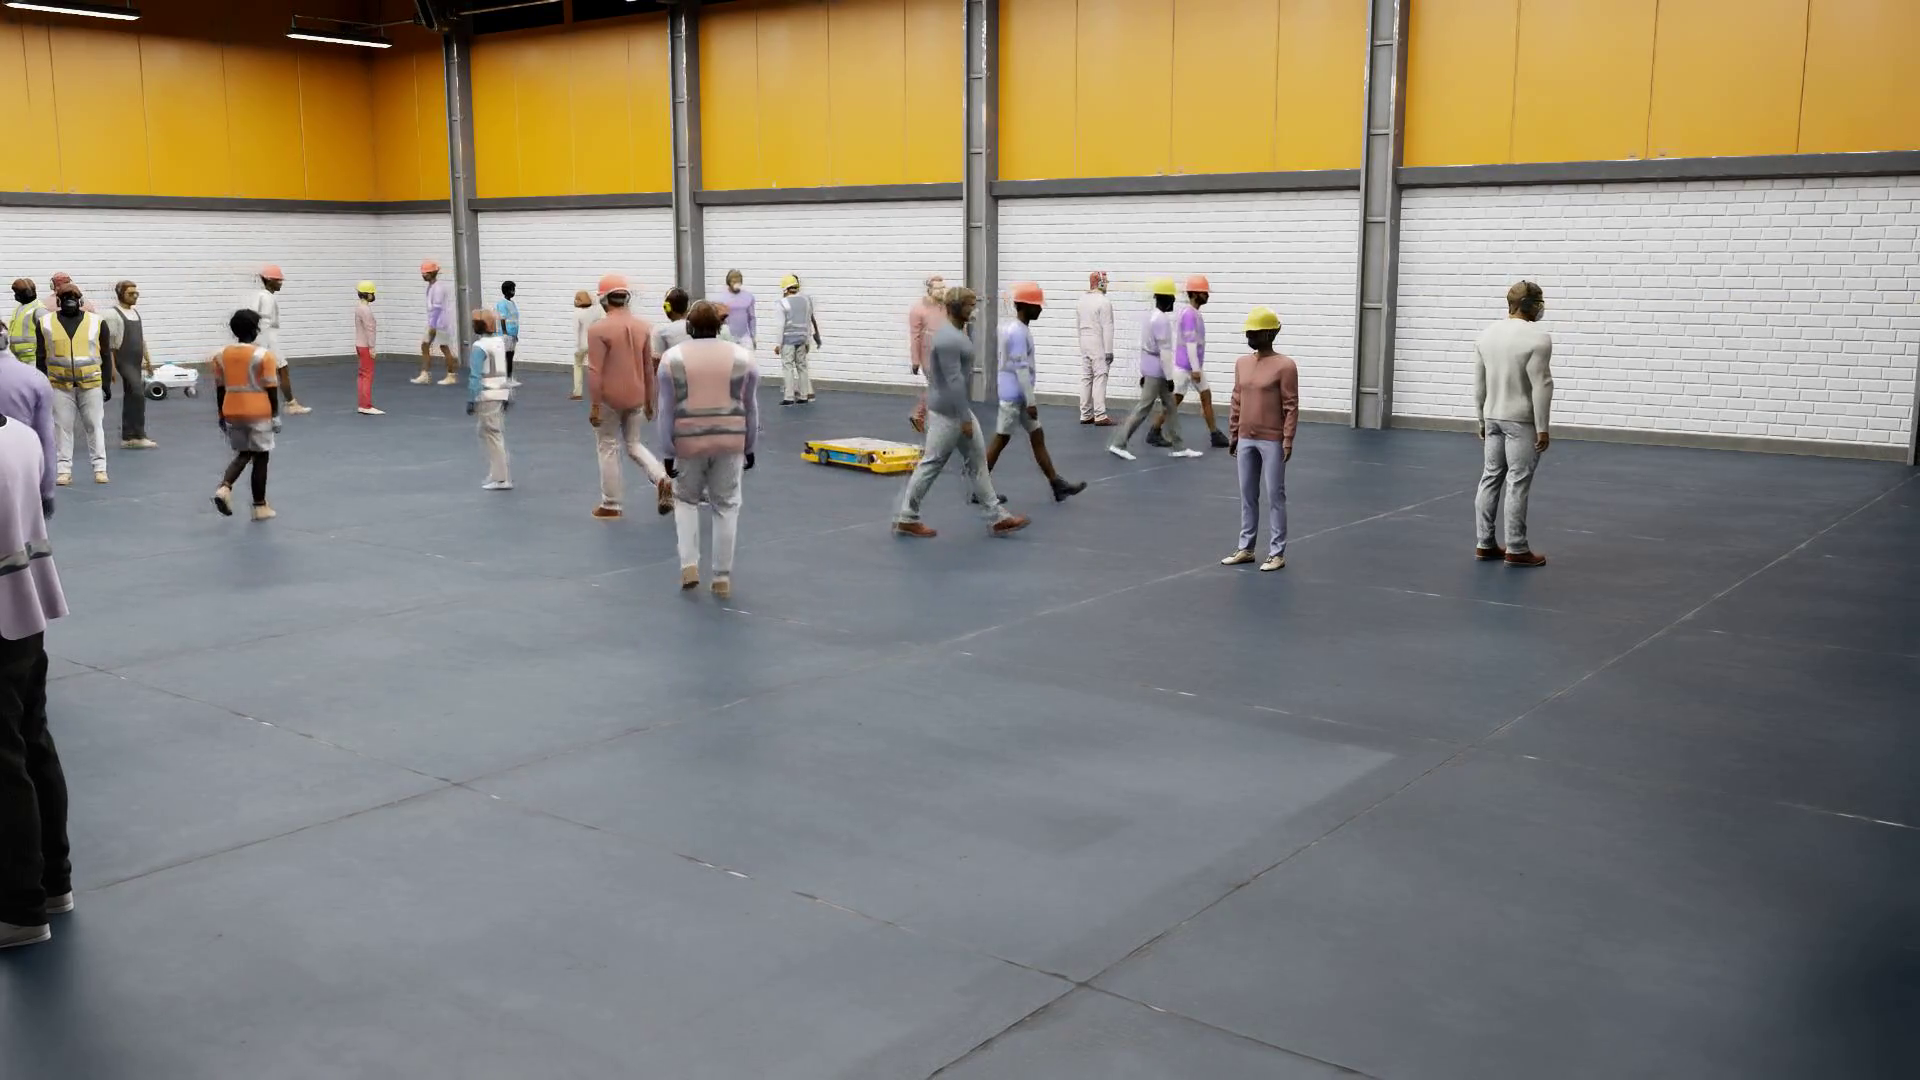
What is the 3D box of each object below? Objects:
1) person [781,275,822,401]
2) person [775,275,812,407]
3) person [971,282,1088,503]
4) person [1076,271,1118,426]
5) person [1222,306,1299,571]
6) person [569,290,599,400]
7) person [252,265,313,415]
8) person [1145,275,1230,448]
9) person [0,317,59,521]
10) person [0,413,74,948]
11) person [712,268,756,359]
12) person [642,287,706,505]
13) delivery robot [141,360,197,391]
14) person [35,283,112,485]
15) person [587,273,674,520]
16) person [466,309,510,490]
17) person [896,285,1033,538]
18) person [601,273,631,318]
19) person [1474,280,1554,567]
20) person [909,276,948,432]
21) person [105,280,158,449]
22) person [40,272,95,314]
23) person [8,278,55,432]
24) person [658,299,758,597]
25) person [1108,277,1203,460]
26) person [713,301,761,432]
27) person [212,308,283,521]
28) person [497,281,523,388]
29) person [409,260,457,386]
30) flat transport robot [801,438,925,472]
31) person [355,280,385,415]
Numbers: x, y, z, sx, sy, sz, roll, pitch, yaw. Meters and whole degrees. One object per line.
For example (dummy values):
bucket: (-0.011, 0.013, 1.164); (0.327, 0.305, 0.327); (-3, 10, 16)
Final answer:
person: (-2.371, -2.938, 24.179); (0.596, 1.810, 0.908); (-9, 13, -41)
person: (-2.333, -2.764, 23.108); (0.600, 1.827, 0.404); (-9, 14, -44)
person: (0.556, -1.223, 14.006); (1.005, 1.870, 0.556); (1, 10, 5)
person: (1.706, -2.362, 20.547); (0.407, 1.908, 0.641); (-6, 11, -31)
person: (2.007, -0.675, 11.135); (0.319, 1.767, 0.534); (-8, 13, -40)
person: (-5.332, -2.782, 23.872); (0.809, 1.597, 0.505); (8, 13, 39)
person: (-9.130, -2.594, 21.719); (1.049, 1.985, 0.619); (-7, 12, -36)
person: (2.499, -1.935, 18.137); (1.007, 1.889, 0.564); (3, 10, 18)
person: (-5.034, -0.273, 8.611); (0.659, 1.854, 0.964); (-4, 10, -21)
person: (-2.955, 0.288, 5.079); (0.390, 1.921, 0.591); (-2, 10, -9)
person: (-3.057, -2.720, 22.590); (0.643, 1.919, 0.471); (-7, 12, -35)
person: (-2.467, -1.225, 14.205); (0.946, 1.819, 0.516); (8, 13, 39)
delivery robot: (-11.558, -2.383, 24.326); (0.707, 0.478, 0.477); (-7, 12, -36)
person: (-8.131, -1.428, 15.293); (0.627, 1.847, 0.429); (-5, 11, -25)
person: (-2.620, -1.113, 13.102); (0.730, 1.968, 0.621); (7, 12, 36)
person: (-4.251, -1.251, 14.873); (0.457, 1.620, 0.545); (2, 10, 9)
person: (-0.013, -0.931, 12.287); (1.035, 1.882, 0.655); (2, 10, 10)
person: (-5.141, -3.093, 25.017); (0.404, 1.829, 0.600); (-9, 13, -42)
person: (3.751, -0.788, 11.290); (0.355, 1.936, 0.633); (-5, 11, -26)
person: (-0.311, -2.154, 19.451); (0.653, 1.870, 0.943); (-9, 13, -42)
person: (-8.881, -1.884, 17.977); (0.632, 1.828, 0.541); (1, 10, 6)
person: (-10.403, -2.164, 19.392); (0.638, 1.910, 0.407); (-9, 13, -43)
person: (-10.725, -2.098, 19.217); (0.622, 1.838, 0.429); (7, 12, 36)
person: (-1.552, -0.563, 10.286); (0.622, 1.829, 0.475); (-2, 10, -13)
person: (1.992, -1.750, 17.085); (0.993, 1.881, 0.604); (0, 10, -2)
person: (-2.627, -1.904, 18.816); (0.781, 1.589, 0.498); (-3, 10, -20)
person: (-5.619, -0.971, 13.093); (0.539, 1.687, 0.420); (3, 10, 15)
person: (-7.167, -3.268, 26.430); (0.319, 1.697, 0.532); (1, 10, 4)
person: (-8.498, -3.457, 26.621); (0.873, 2.008, 0.605); (-7, 12, -37)
flat transport robot: (-0.915, -0.859, 16.552); (0.652, 0.197, 1.431); (-8, 13, -39)
person: (-7.823, -2.541, 22.000); (0.326, 1.767, 0.533); (-6, 12, -32)
